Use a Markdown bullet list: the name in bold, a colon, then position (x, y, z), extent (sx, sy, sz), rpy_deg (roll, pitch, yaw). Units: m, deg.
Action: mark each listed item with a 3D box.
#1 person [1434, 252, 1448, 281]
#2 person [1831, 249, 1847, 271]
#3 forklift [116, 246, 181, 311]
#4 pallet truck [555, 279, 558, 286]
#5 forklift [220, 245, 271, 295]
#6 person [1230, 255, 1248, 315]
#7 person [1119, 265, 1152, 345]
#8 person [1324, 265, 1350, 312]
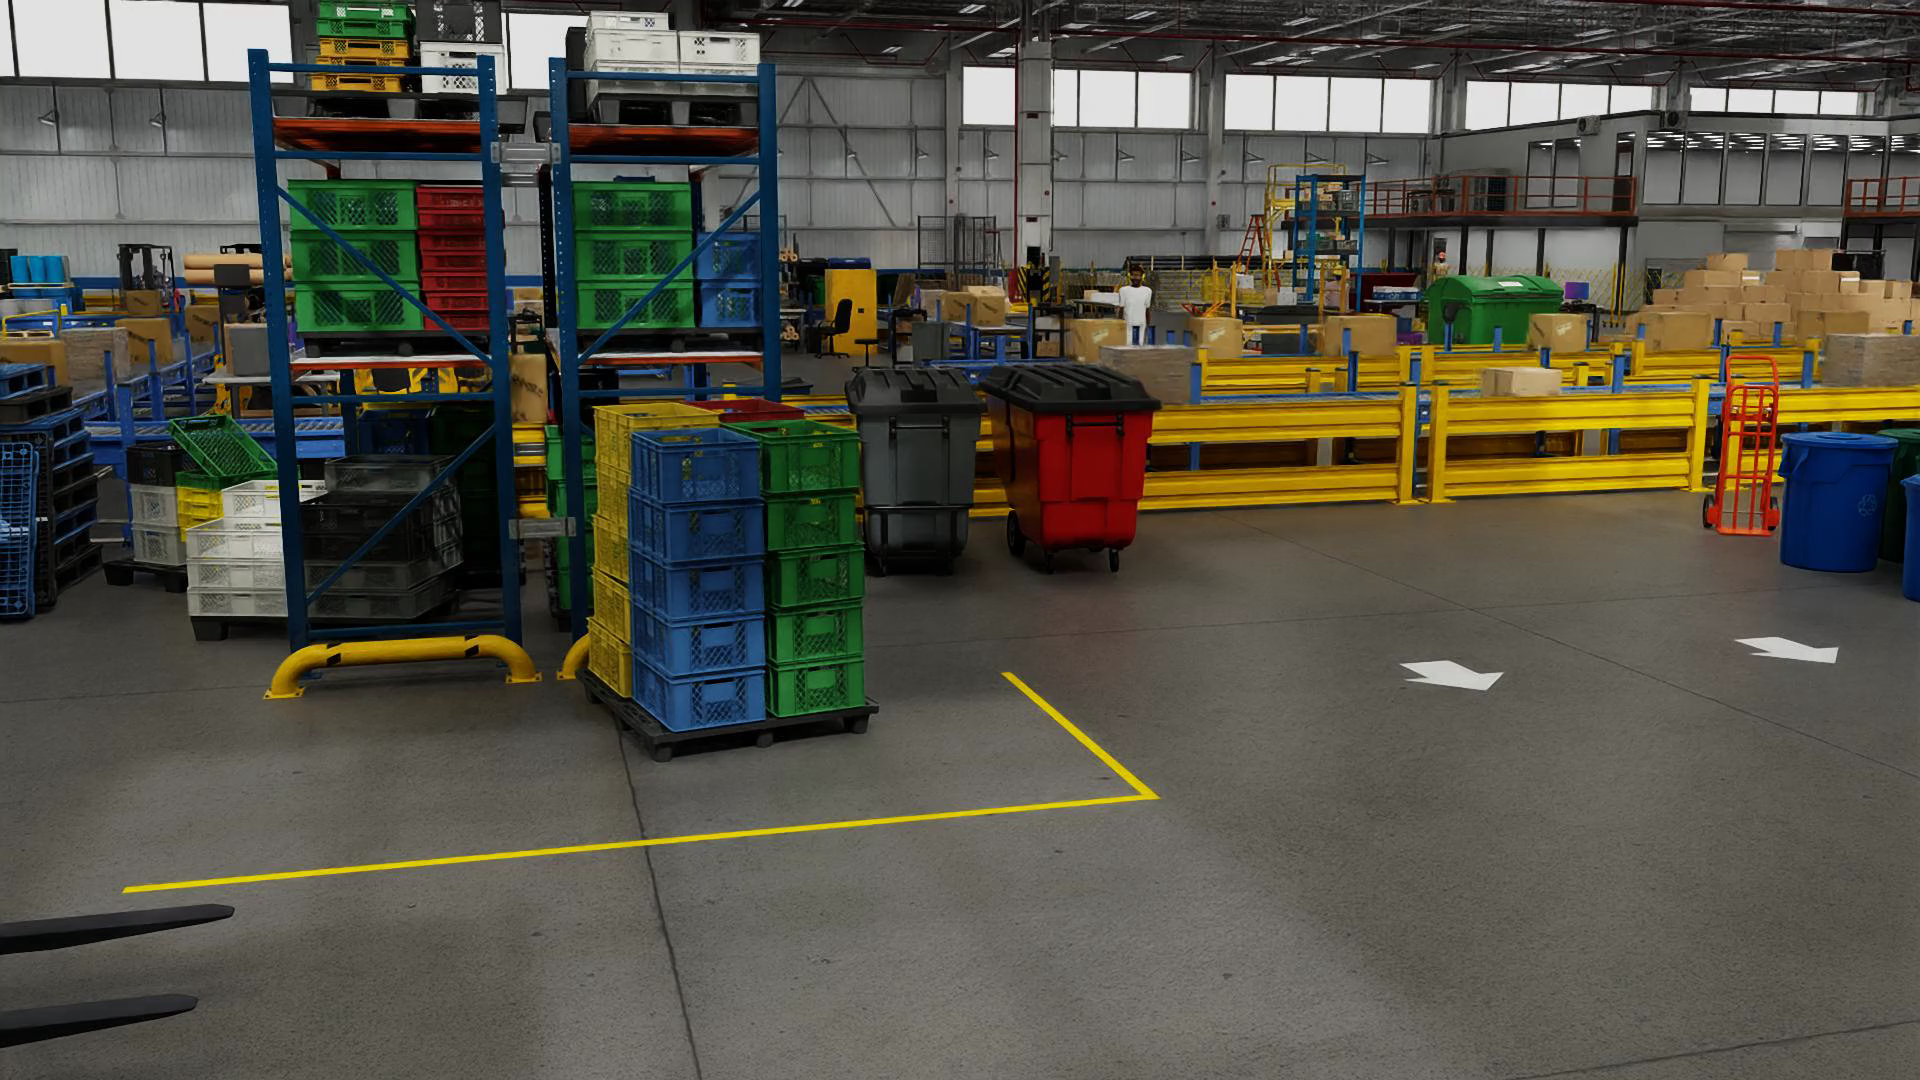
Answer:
- **person**: position (15.900, -8.546, 55.031), extent (0.544, 1.933, 0.376), rpy_deg (-2, 10, -13)
- **person**: position (22.837, -6.541, 43.359), extent (0.606, 2.045, 0.389), rpy_deg (-2, 10, -13)
- **forklift**: position (-19.966, -6.232, 40.894), extent (1.157, 1.987, 2.680), rpy_deg (-3, 10, -15)
- **pallet truck**: position (-10.604, -6.375, 44.520), extent (0.653, 1.274, 1.630), rpy_deg (-3, 10, -15)
- **forklift**: position (-17.749, -6.334, 41.440), extent (1.157, 1.987, 2.680), rpy_deg (-3, 10, -17)
- **person**: position (8.328, -7.579, 49.695), extent (0.574, 1.883, 0.360), rpy_deg (-2, 10, -13)
- **person**: position (2.504, -2.986, 23.748), extent (0.521, 1.864, 0.334), rpy_deg (-2, 10, -13)
- **person**: position (7.205, -4.359, 31.804), extent (0.524, 1.764, 0.329), rpy_deg (-2, 10, -13)
